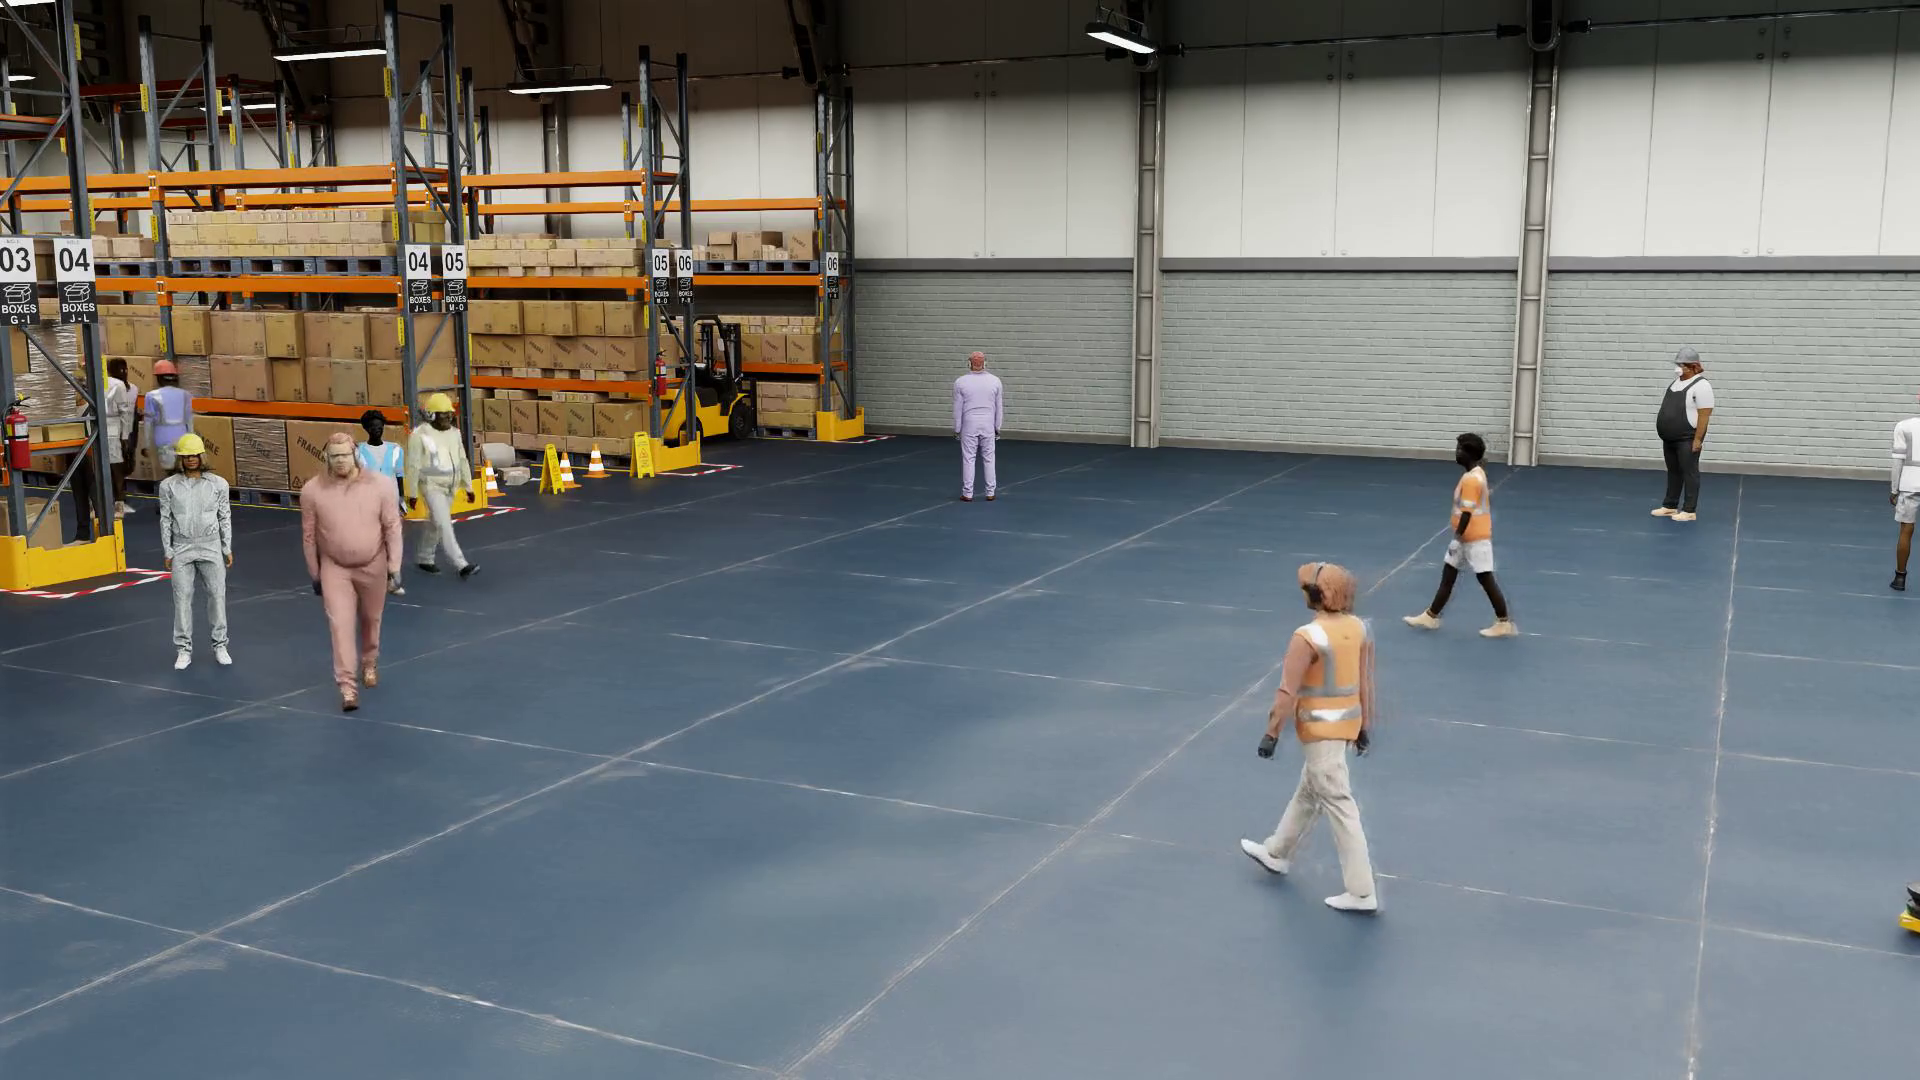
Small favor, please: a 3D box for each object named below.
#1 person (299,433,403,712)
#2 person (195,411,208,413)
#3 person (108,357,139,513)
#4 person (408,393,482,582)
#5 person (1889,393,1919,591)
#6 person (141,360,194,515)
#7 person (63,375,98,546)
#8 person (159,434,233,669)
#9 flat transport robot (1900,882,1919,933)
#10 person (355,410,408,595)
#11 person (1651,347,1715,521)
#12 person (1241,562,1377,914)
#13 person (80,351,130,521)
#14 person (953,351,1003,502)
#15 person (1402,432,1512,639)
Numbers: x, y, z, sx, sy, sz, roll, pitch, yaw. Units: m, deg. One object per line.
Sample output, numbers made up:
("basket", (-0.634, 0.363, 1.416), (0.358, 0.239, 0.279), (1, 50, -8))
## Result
("person", (-4.167, 0.180, 11.432), (0.635, 1.860, 1.042), (-4, 10, -23))
("person", (-11.413, -2.055, 24.816), (0.347, 1.943, 0.544), (6, 11, 32))
("person", (-10.291, -1.281, 20.225), (0.664, 1.899, 0.588), (5, 10, 27))
("person", (-4.881, -0.501, 15.792), (0.969, 1.771, 0.616), (5, 10, 27))
("person", (8.808, -0.486, 15.207), (0.547, 1.938, 0.359), (5, 10, 28))
("person", (-9.284, -1.174, 19.579), (0.976, 1.895, 0.562), (6, 11, 34))
("person", (-9.177, -0.800, 17.417), (0.508, 1.846, 0.345), (3, 10, 17))
("person", (-5.649, 0.080, 12.328), (0.484, 1.745, 0.296), (-4, 10, -25))
("flat transport robot", (4.905, 1.665, 7.112), (1.431, 0.197, 0.652), (8, 12, 41))
("person", (-5.234, -0.324, 14.949), (0.531, 1.697, 0.320), (-7, 12, -36))
("person", (8.469, -1.248, 19.563), (0.536, 2.000, 0.673), (-2, 9, -10))
("person", (1.633, 0.893, 7.760), (0.855, 1.592, 0.536), (9, 13, 44))
("person", (-10.053, -1.230, 19.451), (0.615, 2.038, 0.395), (-2, 9, -10))
("person", (0.219, -1.436, 21.127), (0.642, 1.909, 0.409), (-2, 9, -12))
("person", (4.043, -0.033, 13.299), (0.865, 1.646, 0.549), (2, 10, 15))
